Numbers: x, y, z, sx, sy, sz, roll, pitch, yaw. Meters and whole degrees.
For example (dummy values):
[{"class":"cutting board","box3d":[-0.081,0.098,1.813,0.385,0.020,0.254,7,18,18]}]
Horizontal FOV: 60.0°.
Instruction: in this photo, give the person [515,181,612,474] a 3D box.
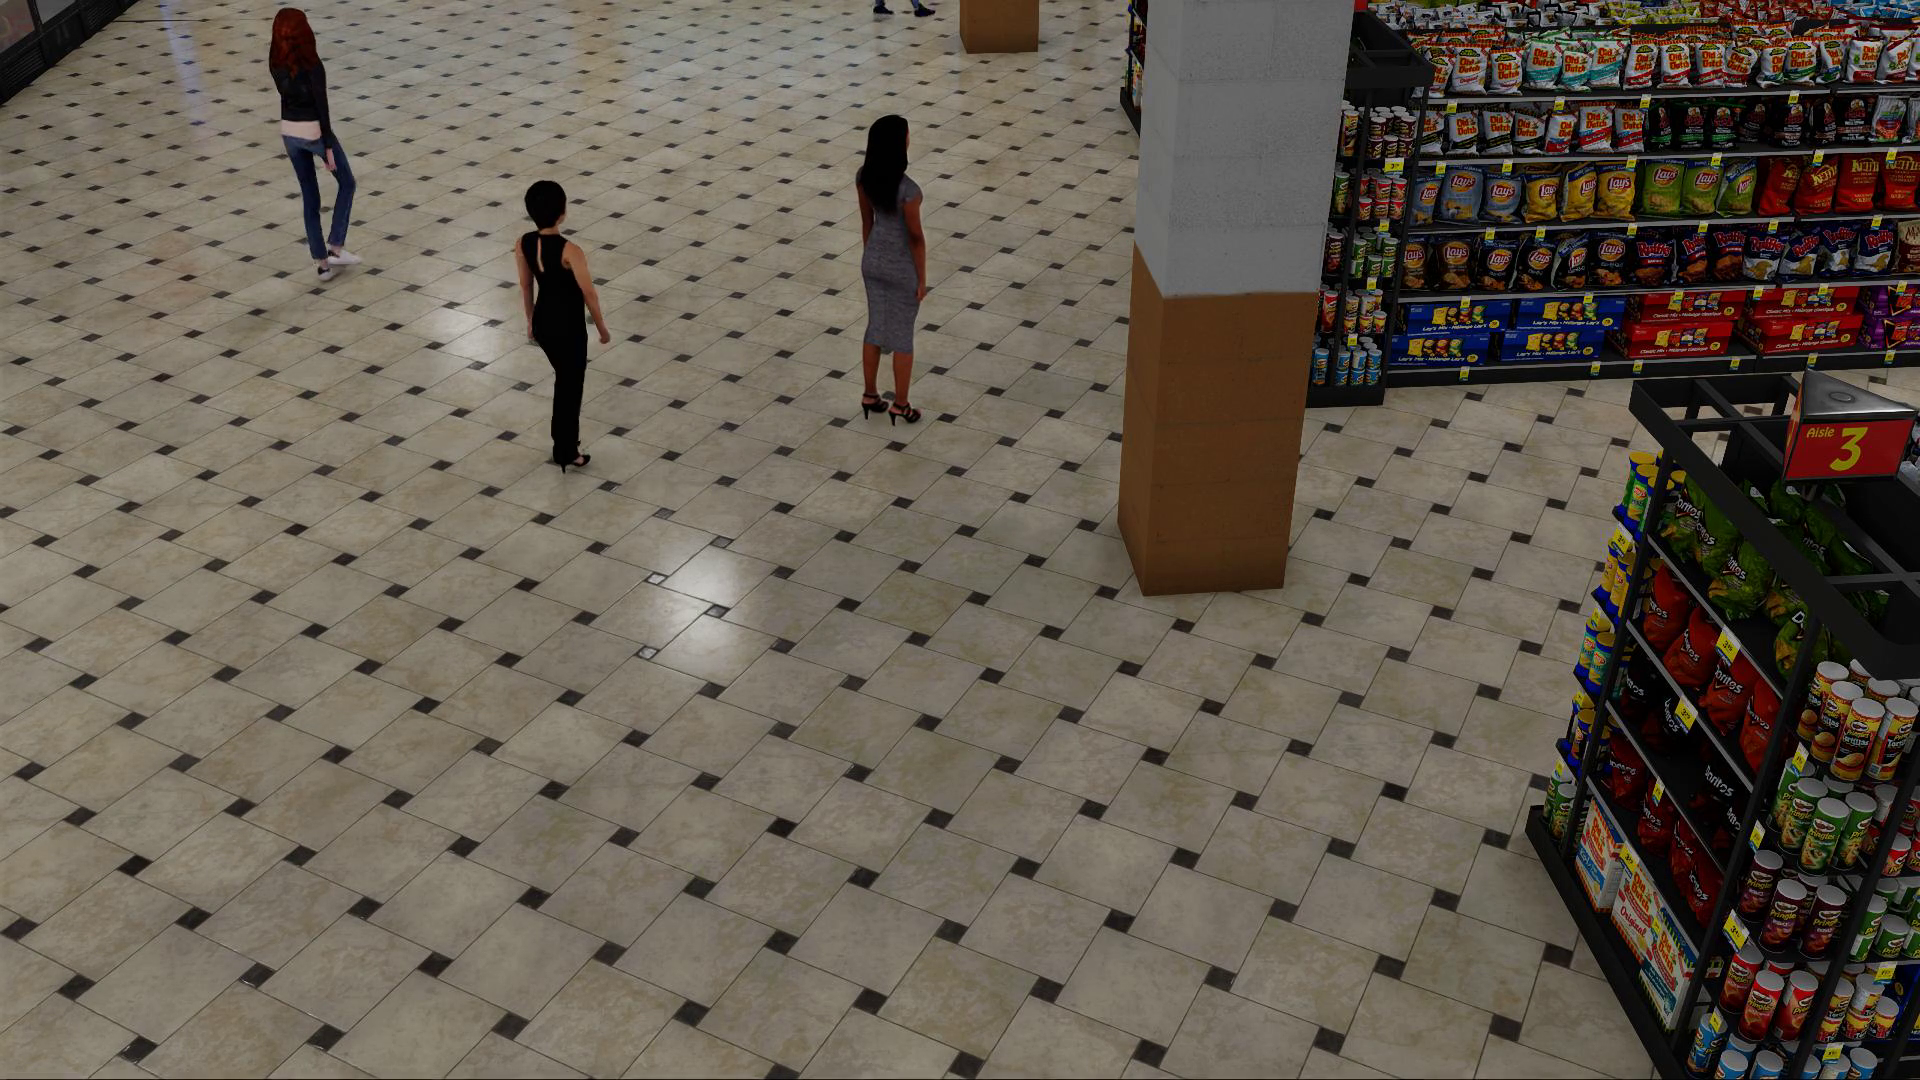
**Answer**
[{"class":"person","box3d":[-2.131,-1.057,8.671,0.685,1.588,0.760,18,36,26]}]

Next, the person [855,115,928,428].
[{"class":"person","box3d":[-0.383,-1.456,9.131,0.659,1.779,0.725,22,38,31]}]

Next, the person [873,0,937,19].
[{"class":"person","box3d":[-0.683,-5.856,16.731,0.849,1.222,0.503,-2,32,-3]}]

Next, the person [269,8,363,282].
[{"class":"person","box3d":[-4.303,-2.535,10.872,0.684,1.773,0.746,10,33,15]}]
